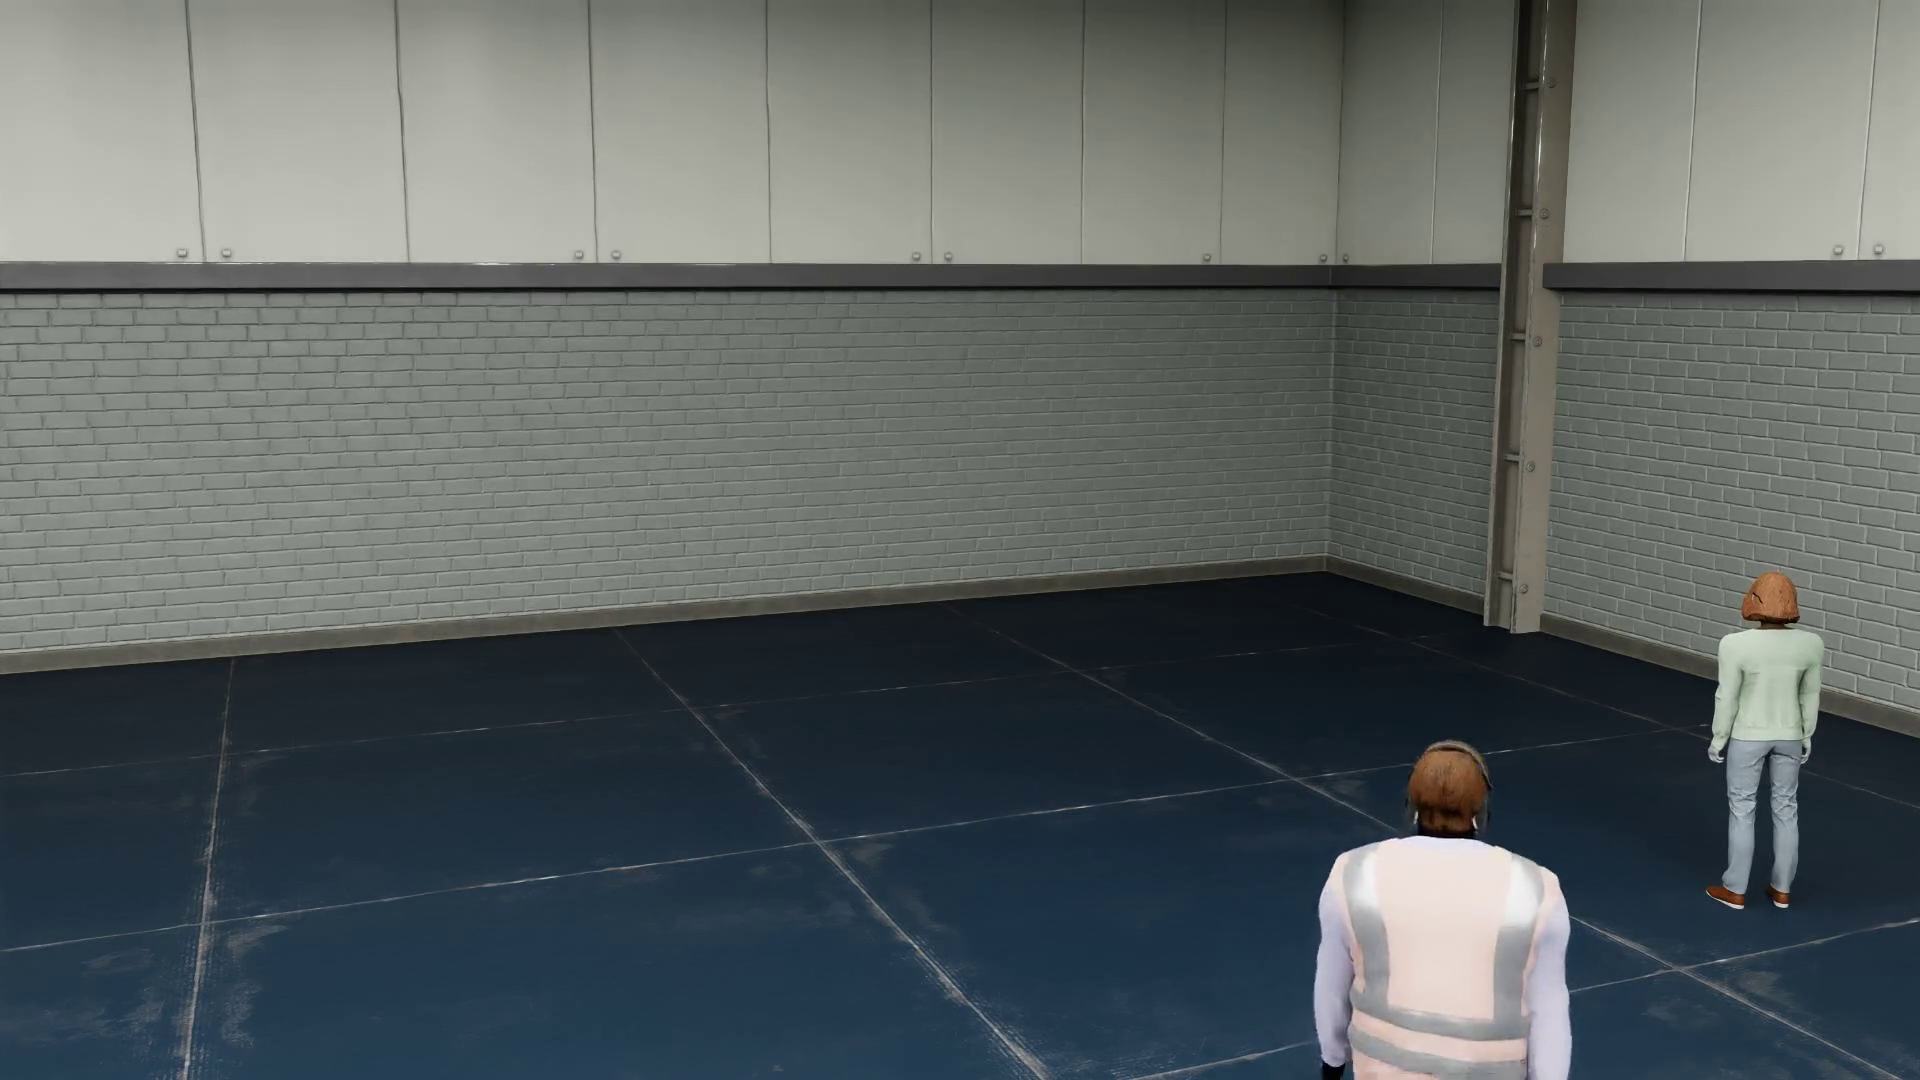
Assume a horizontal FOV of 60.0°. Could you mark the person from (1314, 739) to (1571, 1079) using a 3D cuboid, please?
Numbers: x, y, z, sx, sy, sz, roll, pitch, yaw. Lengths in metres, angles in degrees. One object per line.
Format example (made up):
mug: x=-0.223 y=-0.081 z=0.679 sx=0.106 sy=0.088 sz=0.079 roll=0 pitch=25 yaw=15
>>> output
person: x=1.304 y=1.413 z=4.533 sx=0.661 sy=1.815 sz=0.784 roll=3 pitch=10 yaw=19

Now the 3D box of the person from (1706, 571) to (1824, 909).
person: x=3.842 y=0.960 z=7.964 sx=0.500 sy=1.633 sz=0.280 roll=0 pitch=9 yaw=-1
